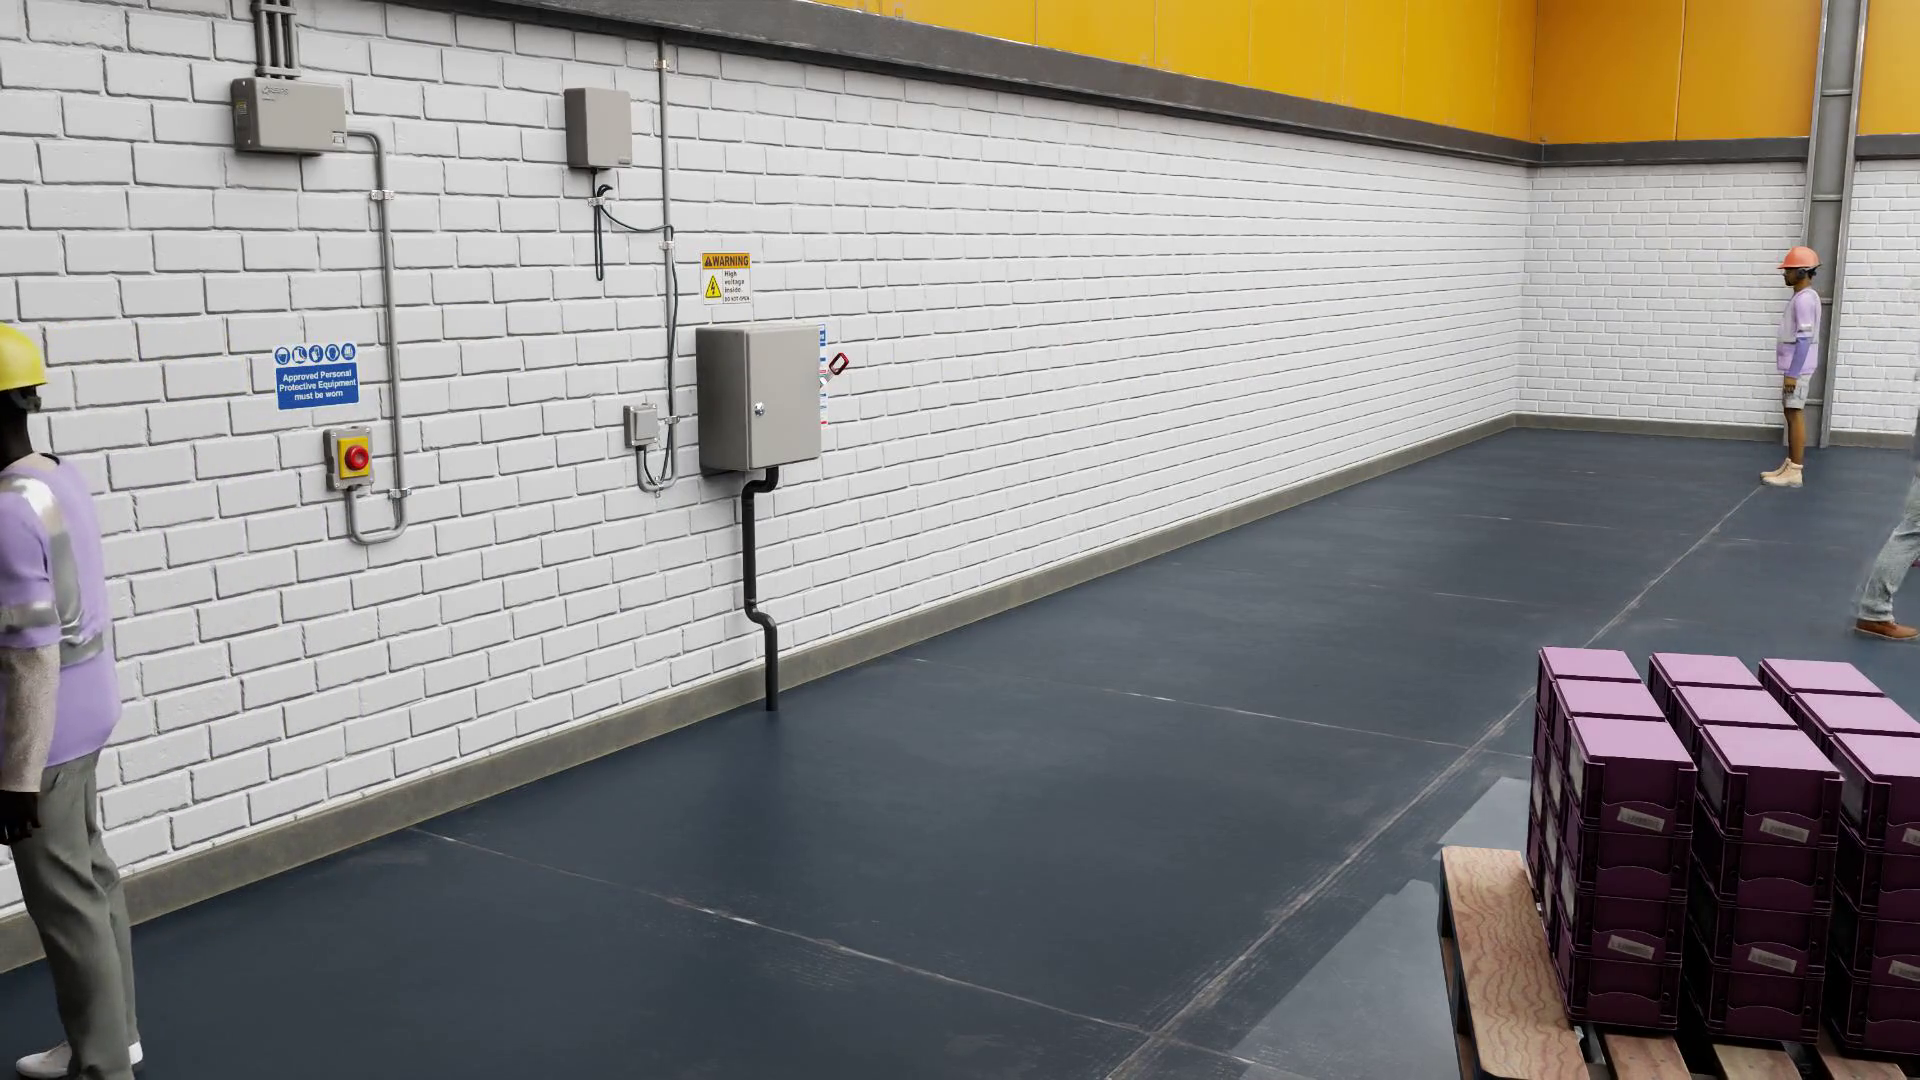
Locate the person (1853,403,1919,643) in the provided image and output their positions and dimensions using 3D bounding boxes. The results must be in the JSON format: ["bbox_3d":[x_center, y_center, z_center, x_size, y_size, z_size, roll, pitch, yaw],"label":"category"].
[{"bbox_3d":[5.179,-0.365,8.496,1.014,1.884,0.658,6,12,28],"label":"person"}]

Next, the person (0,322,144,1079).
[{"bbox_3d":[-2.187,0.446,3.911,0.381,1.924,0.593,-4,11,-19],"label":"person"}]

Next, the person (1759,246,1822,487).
[{"bbox_3d":[7.131,-1.478,14.249,0.377,2.044,0.608,5,11,24],"label":"person"}]

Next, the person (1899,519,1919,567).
[{"bbox_3d":[6.358,-0.711,10.547,0.872,1.880,0.678,-1,10,-6],"label":"person"}]
